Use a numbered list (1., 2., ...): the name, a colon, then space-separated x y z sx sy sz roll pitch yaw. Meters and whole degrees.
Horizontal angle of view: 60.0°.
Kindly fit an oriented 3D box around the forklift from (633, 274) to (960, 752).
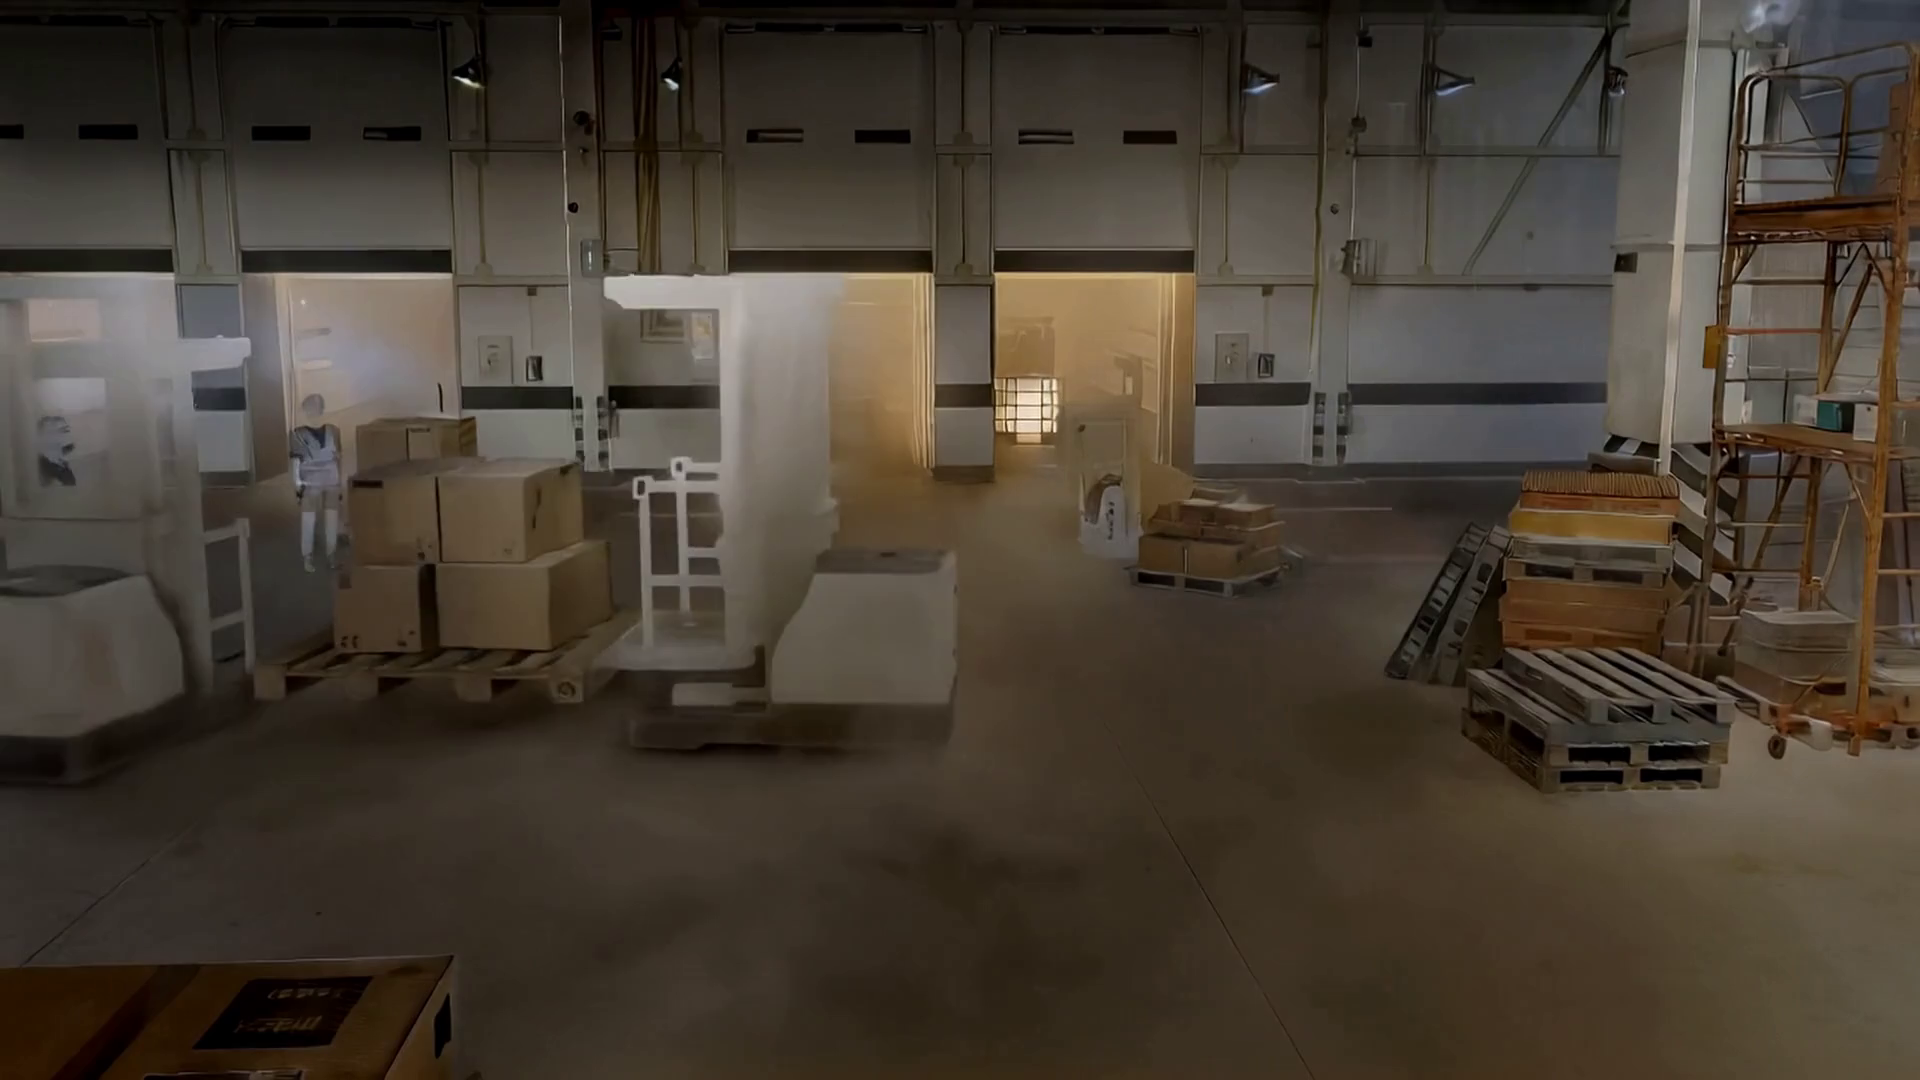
1. forklift: -0.959 -0.213 10.086 1.873 2.768 1.129 0 9 3

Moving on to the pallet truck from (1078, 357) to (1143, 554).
1. pallet truck: 2.088 -0.836 16.757 1.885 1.965 0.823 2 9 13

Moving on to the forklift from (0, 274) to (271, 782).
1. forklift: -5.187 -0.167 9.797 1.129 2.768 1.873 1 9 9

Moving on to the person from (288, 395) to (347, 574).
1. person: -6.090 -0.533 15.798 0.315 1.695 0.541 9 13 43

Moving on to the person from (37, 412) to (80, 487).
1. person: -5.999 0.110 11.059 0.357 1.929 0.629 -3 9 -15
